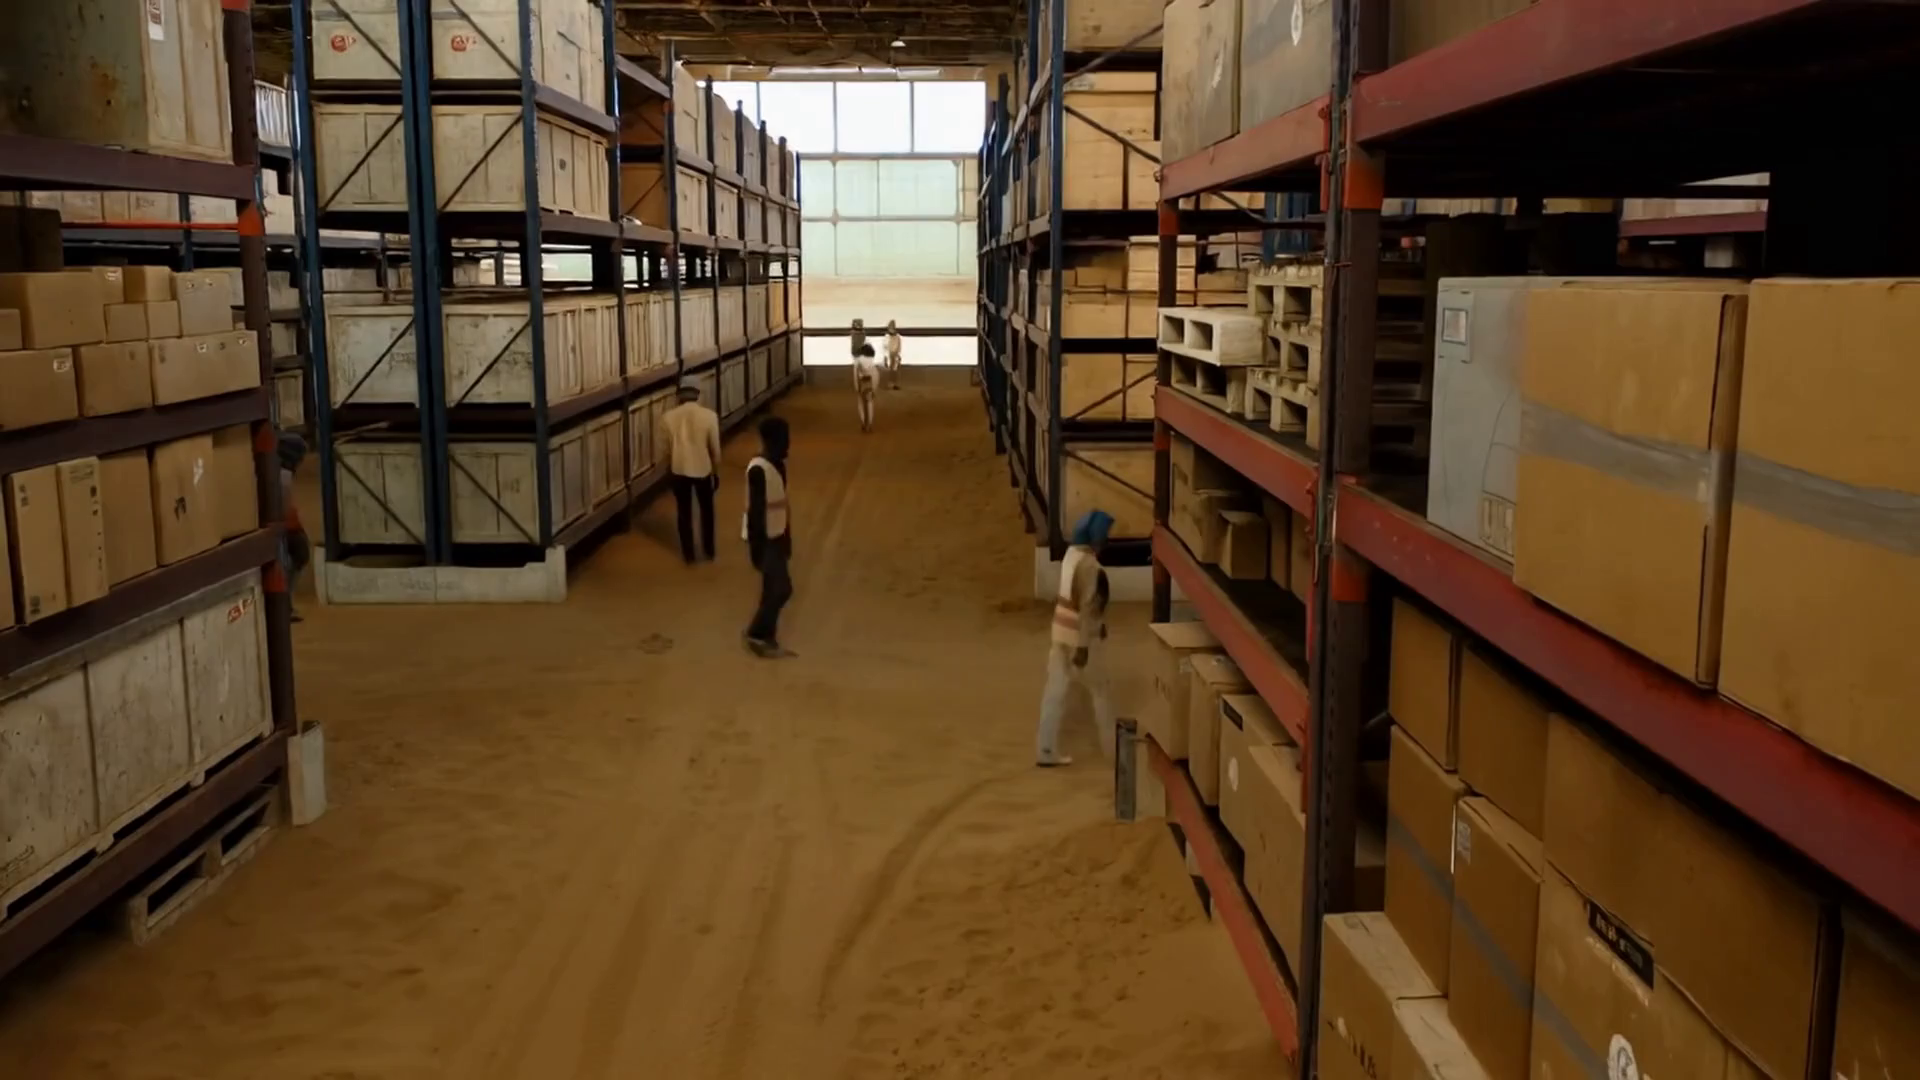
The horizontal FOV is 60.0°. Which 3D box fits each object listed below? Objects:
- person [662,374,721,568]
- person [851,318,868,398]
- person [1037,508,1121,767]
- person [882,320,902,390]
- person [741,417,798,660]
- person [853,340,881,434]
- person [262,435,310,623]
[{"bbox_3d":[-2.755,-0.726,17.139,0.611,1.957,0.838,0,9,-2],"label":"person"},{"bbox_3d":[-2.349,-4.271,39.158,0.454,1.866,0.796,1,9,9],"label":"person"},{"bbox_3d":[0.816,0.594,10.061,0.759,1.600,0.538,-3,10,-17],"label":"person"},{"bbox_3d":[-1.692,-4.636,41.726,0.564,1.751,0.330,-7,12,-39],"label":"person"},{"bbox_3d":[-1.452,-0.001,12.834,0.453,1.904,0.627,2,9,11],"label":"person"},{"bbox_3d":[-1.711,-2.815,30.631,0.514,1.726,0.430,-1,9,-5],"label":"person"},{"bbox_3d":[-5.854,-0.102,14.341,0.469,1.617,0.526,3,10,16],"label":"person"}]
